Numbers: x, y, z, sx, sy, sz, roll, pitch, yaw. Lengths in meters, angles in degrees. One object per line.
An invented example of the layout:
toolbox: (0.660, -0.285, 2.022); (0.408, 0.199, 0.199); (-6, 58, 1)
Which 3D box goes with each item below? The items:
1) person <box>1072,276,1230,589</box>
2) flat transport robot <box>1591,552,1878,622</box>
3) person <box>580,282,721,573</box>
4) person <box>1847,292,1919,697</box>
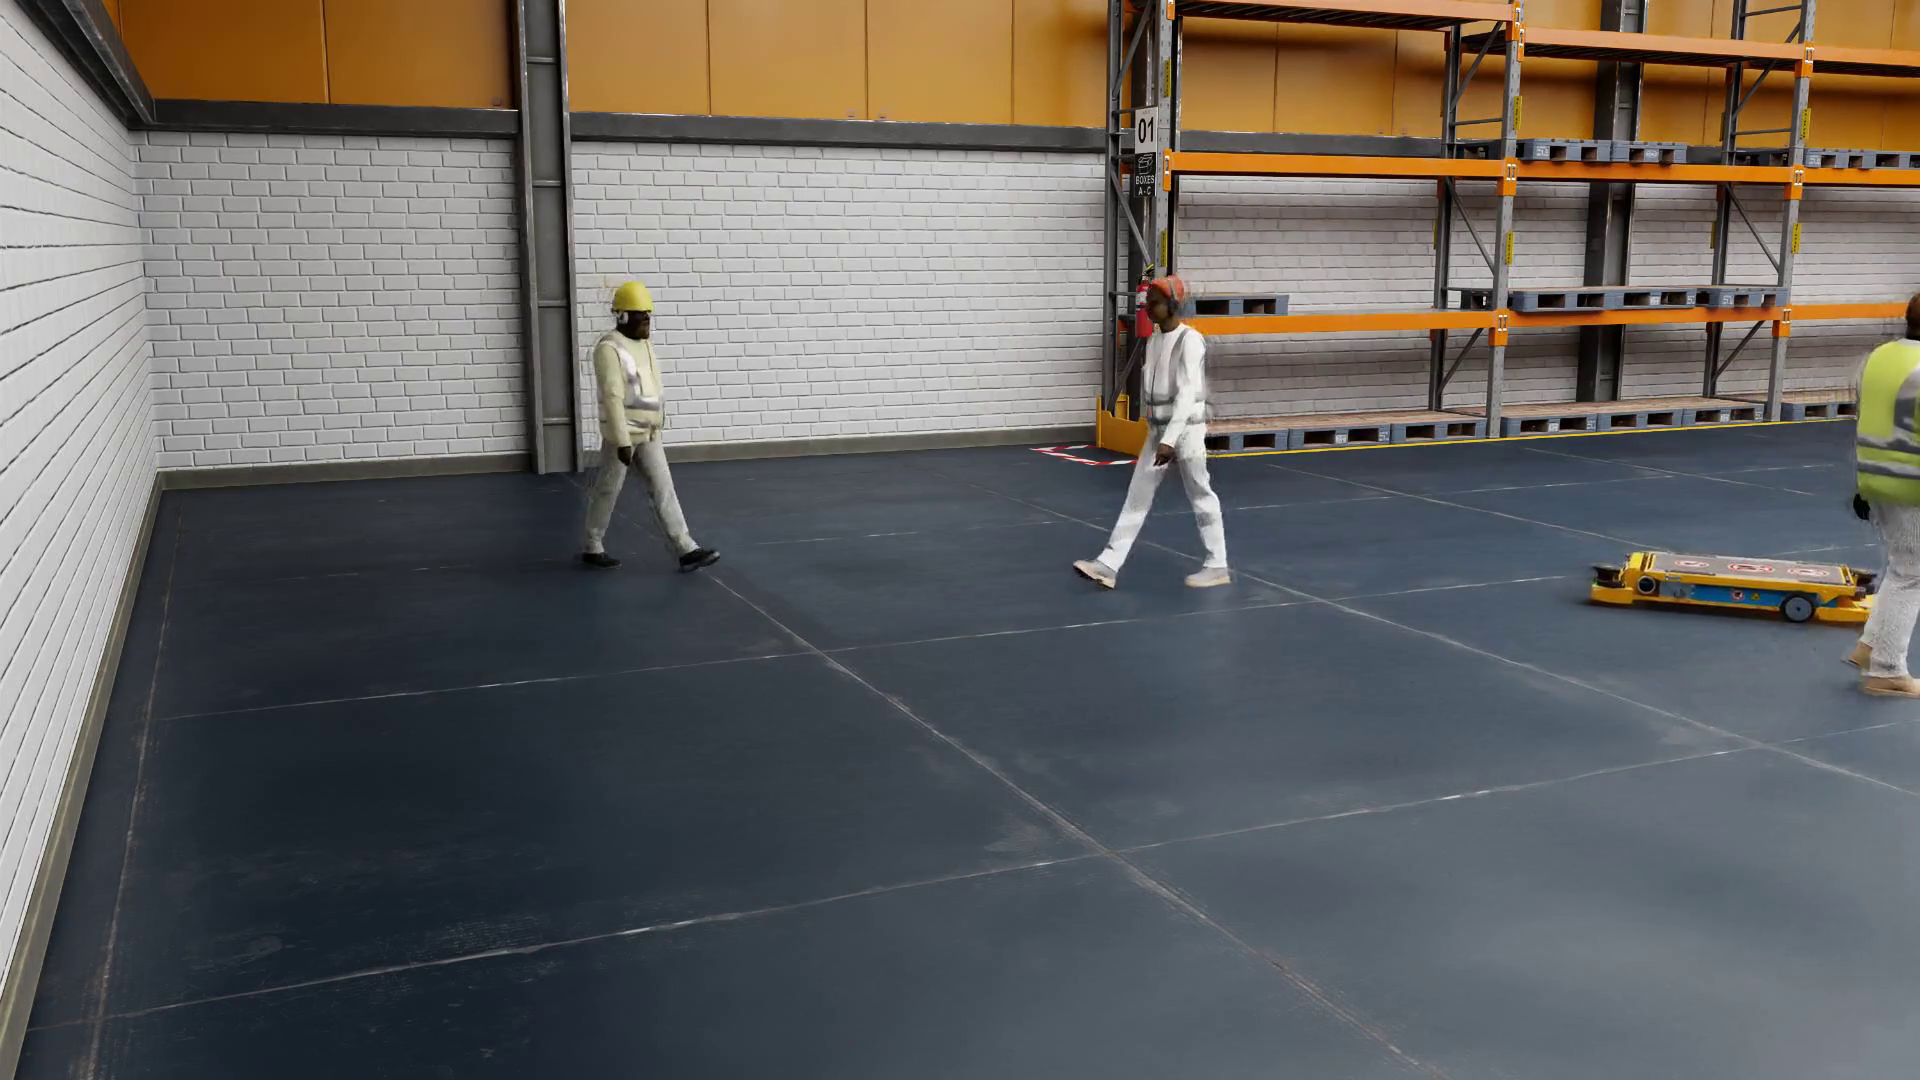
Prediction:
person: (1.165, -0.601, 9.618); (1.020, 1.817, 0.580); (-5, 11, -25)
flat transport robot: (4.296, 0.243, 9.239); (1.431, 0.197, 0.652); (5, 11, 24)
person: (-1.957, -0.668, 10.103); (0.946, 1.778, 0.619); (4, 11, 20)
person: (4.232, -0.200, 7.375); (0.464, 1.823, 0.650); (0, 10, -2)
